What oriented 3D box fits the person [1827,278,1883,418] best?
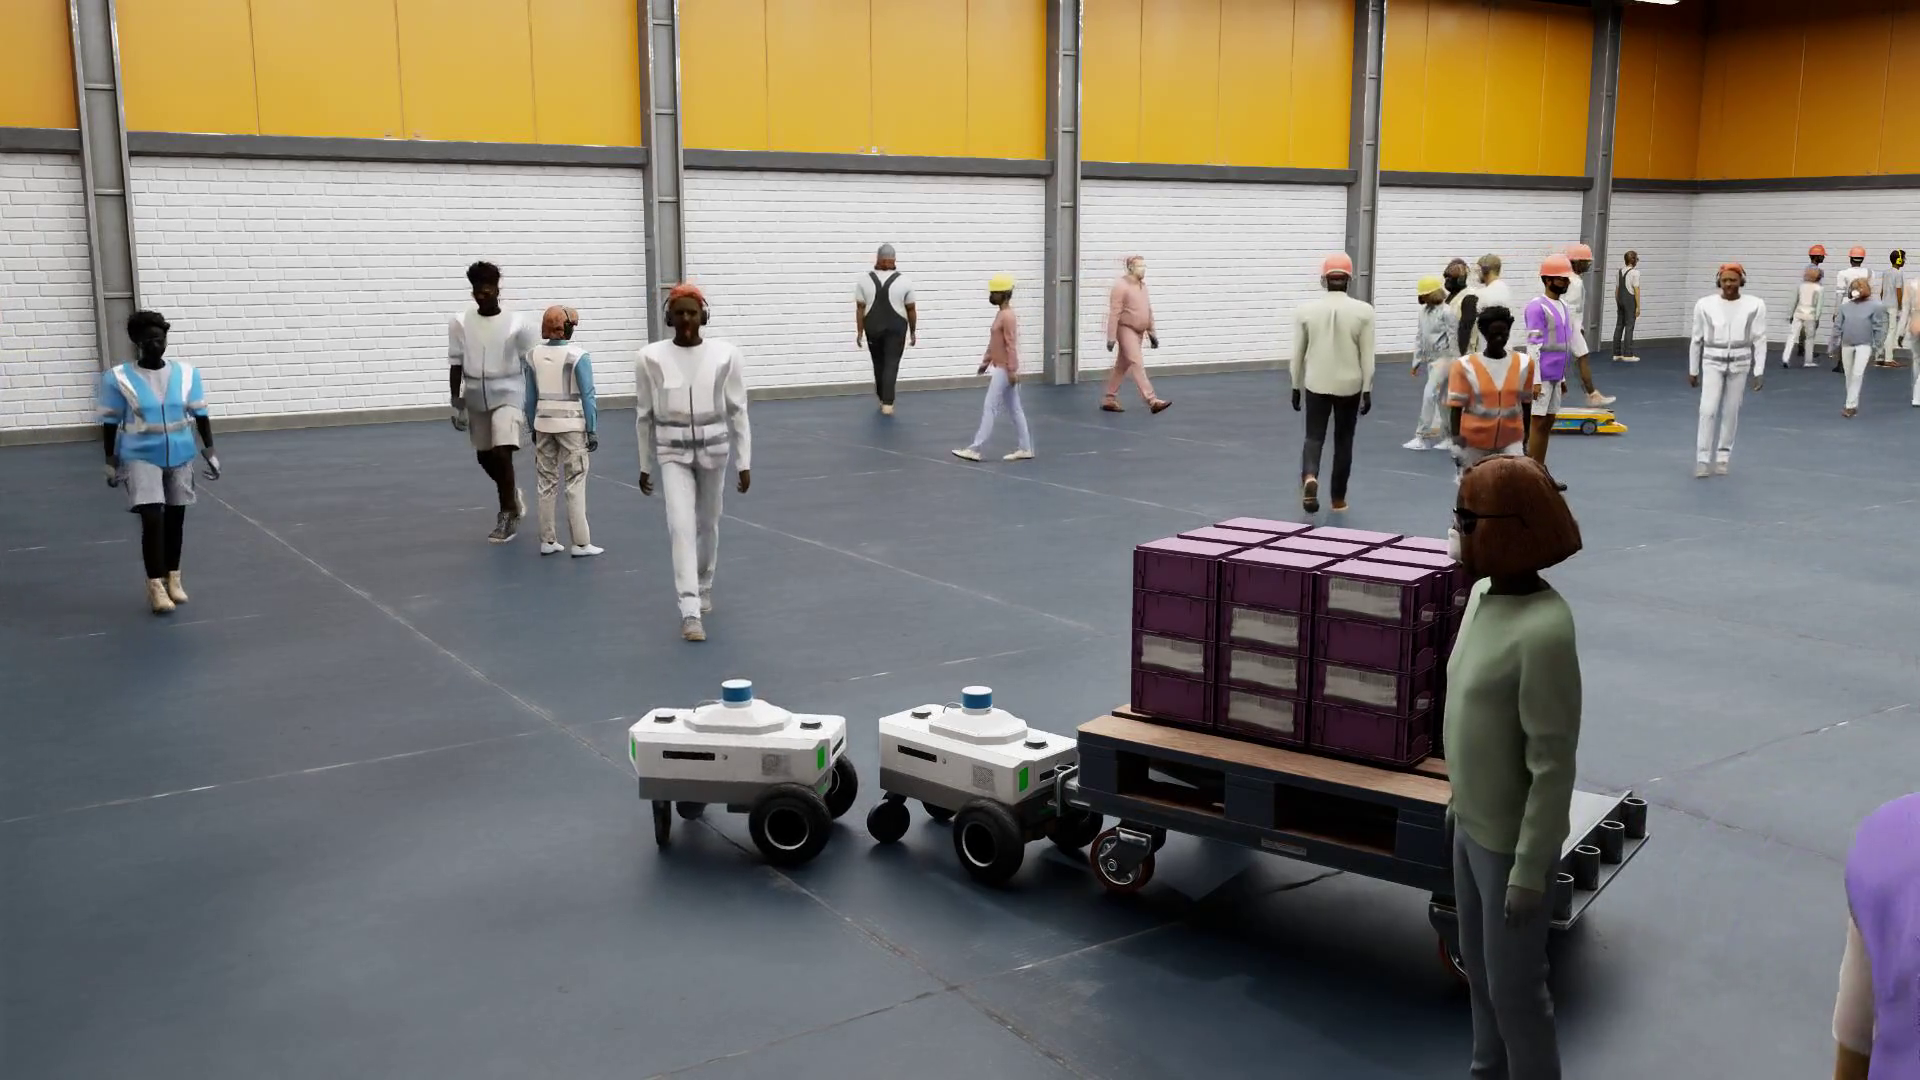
[{"bbox_3d":[10.240,-2.195,19.096,0.758,1.602,0.537,-9,14,-40],"label":"person"}]

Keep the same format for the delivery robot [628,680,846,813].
[{"bbox_3d":[-0.765,0.725,5.718,0.707,0.478,0.477,1,11,8],"label":"delivery robot"}]

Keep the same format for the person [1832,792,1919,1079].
[{"bbox_3d":[1.058,0.893,1.592,0.407,1.825,0.613,-3,11,-13],"label":"person"}]

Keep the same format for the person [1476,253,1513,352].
[{"bbox_3d":[5.065,-1.759,15.849,0.378,1.925,0.663,4,11,23],"label":"person"}]

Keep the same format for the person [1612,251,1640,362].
[{"bbox_3d":[11.170,-3.904,27.808,0.345,1.847,0.508,-4,11,-22],"label":"person"}]

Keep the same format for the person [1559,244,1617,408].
[{"bbox_3d":[7.435,-2.587,20.233,1.070,1.989,0.628,1,10,5],"label":"person"}]

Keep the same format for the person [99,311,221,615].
[{"bbox_3d":[-4.415,-0.429,9.235,0.685,1.665,0.552,10,14,43],"label":"person"}]

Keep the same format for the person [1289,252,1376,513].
[{"bbox_3d":[2.754,-1.143,12.344,0.629,1.972,0.769,4,11,19],"label":"person"}]

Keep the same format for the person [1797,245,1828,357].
[{"bbox_3d":[14.832,-4.157,28.943,0.361,1.939,0.543,3,11,17],"label":"person"}]

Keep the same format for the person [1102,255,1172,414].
[{"bbox_3d":[2.081,-2.398,19.503,1.028,1.852,0.676,7,13,34],"label":"person"}]

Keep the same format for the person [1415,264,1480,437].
[{"bbox_3d":[5.204,-1.951,17.230,0.801,1.814,0.621,-3,11,-14],"label":"person"}]

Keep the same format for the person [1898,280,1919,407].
[{"bbox_3d":[11.967,-2.586,20.536,0.598,1.860,1.009,9,14,42],"label":"person"}]

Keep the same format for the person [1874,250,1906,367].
[{"bbox_3d":[14.940,-3.701,26.632,0.328,1.872,0.509,-1,10,-3],"label":"person"}]

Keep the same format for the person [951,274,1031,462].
[{"bbox_3d":[0.311,-1.584,15.424,0.778,1.732,0.531,0,10,-2],"label":"person"}]

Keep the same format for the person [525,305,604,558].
[{"bbox_3d":[-2.586,-0.702,10.820,0.521,1.639,0.311,4,11,23],"label":"person"}]

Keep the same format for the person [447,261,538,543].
[{"bbox_3d":[-3.231,-0.987,11.633,0.614,1.931,0.875,1,10,5],"label":"person"}]

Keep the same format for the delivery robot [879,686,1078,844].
[{"bbox_3d":[0.056,0.739,5.637,0.707,0.478,0.477,9,14,41],"label":"delivery robot"}]

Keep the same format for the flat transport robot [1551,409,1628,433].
[{"bbox_3d":[6.319,-1.290,17.797,1.431,0.197,0.652,1,10,6],"label":"flat transport robot"}]

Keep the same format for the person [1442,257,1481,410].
[{"bbox_3d":[5.525,-2.207,18.492,0.531,1.854,0.661,3,11,16],"label":"person"}]

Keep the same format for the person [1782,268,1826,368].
[{"bbox_3d":[13.371,-3.516,26.380,0.861,1.590,0.578,-6,12,-30],"label":"person"}]

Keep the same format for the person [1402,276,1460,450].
[{"bbox_3d":[4.578,-1.714,16.193,0.773,1.686,0.504,-3,11,-17],"label":"person"}]

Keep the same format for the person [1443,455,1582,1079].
[{"bbox_3d":[1.140,0.631,3.531,0.267,1.632,0.507,0,10,1],"label":"person"}]

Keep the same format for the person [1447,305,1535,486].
[{"bbox_3d":[3.203,-0.562,9.971,0.545,1.659,0.795,0,10,2],"label":"person"}]

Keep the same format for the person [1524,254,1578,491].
[{"bbox_3d":[4.789,-1.343,13.518,0.359,1.938,0.547,9,14,42],"label":"person"}]

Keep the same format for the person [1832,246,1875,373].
[{"bbox_3d":[13.671,-3.526,25.478,0.542,1.939,0.361,2,10,9],"label":"person"}]

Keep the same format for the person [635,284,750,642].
[{"bbox_3d":[-1.421,-0.446,8.884,0.587,1.841,0.963,-2,11,-12],"label":"person"}]

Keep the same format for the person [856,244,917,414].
[{"bbox_3d":[-0.857,-2.540,19.795,0.698,2.000,1.045,2,10,9],"label":"person"}]

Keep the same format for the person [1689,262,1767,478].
[{"bbox_3d":[6.621,-1.456,14.352,0.591,1.853,0.787,4,11,19],"label":"person"}]
